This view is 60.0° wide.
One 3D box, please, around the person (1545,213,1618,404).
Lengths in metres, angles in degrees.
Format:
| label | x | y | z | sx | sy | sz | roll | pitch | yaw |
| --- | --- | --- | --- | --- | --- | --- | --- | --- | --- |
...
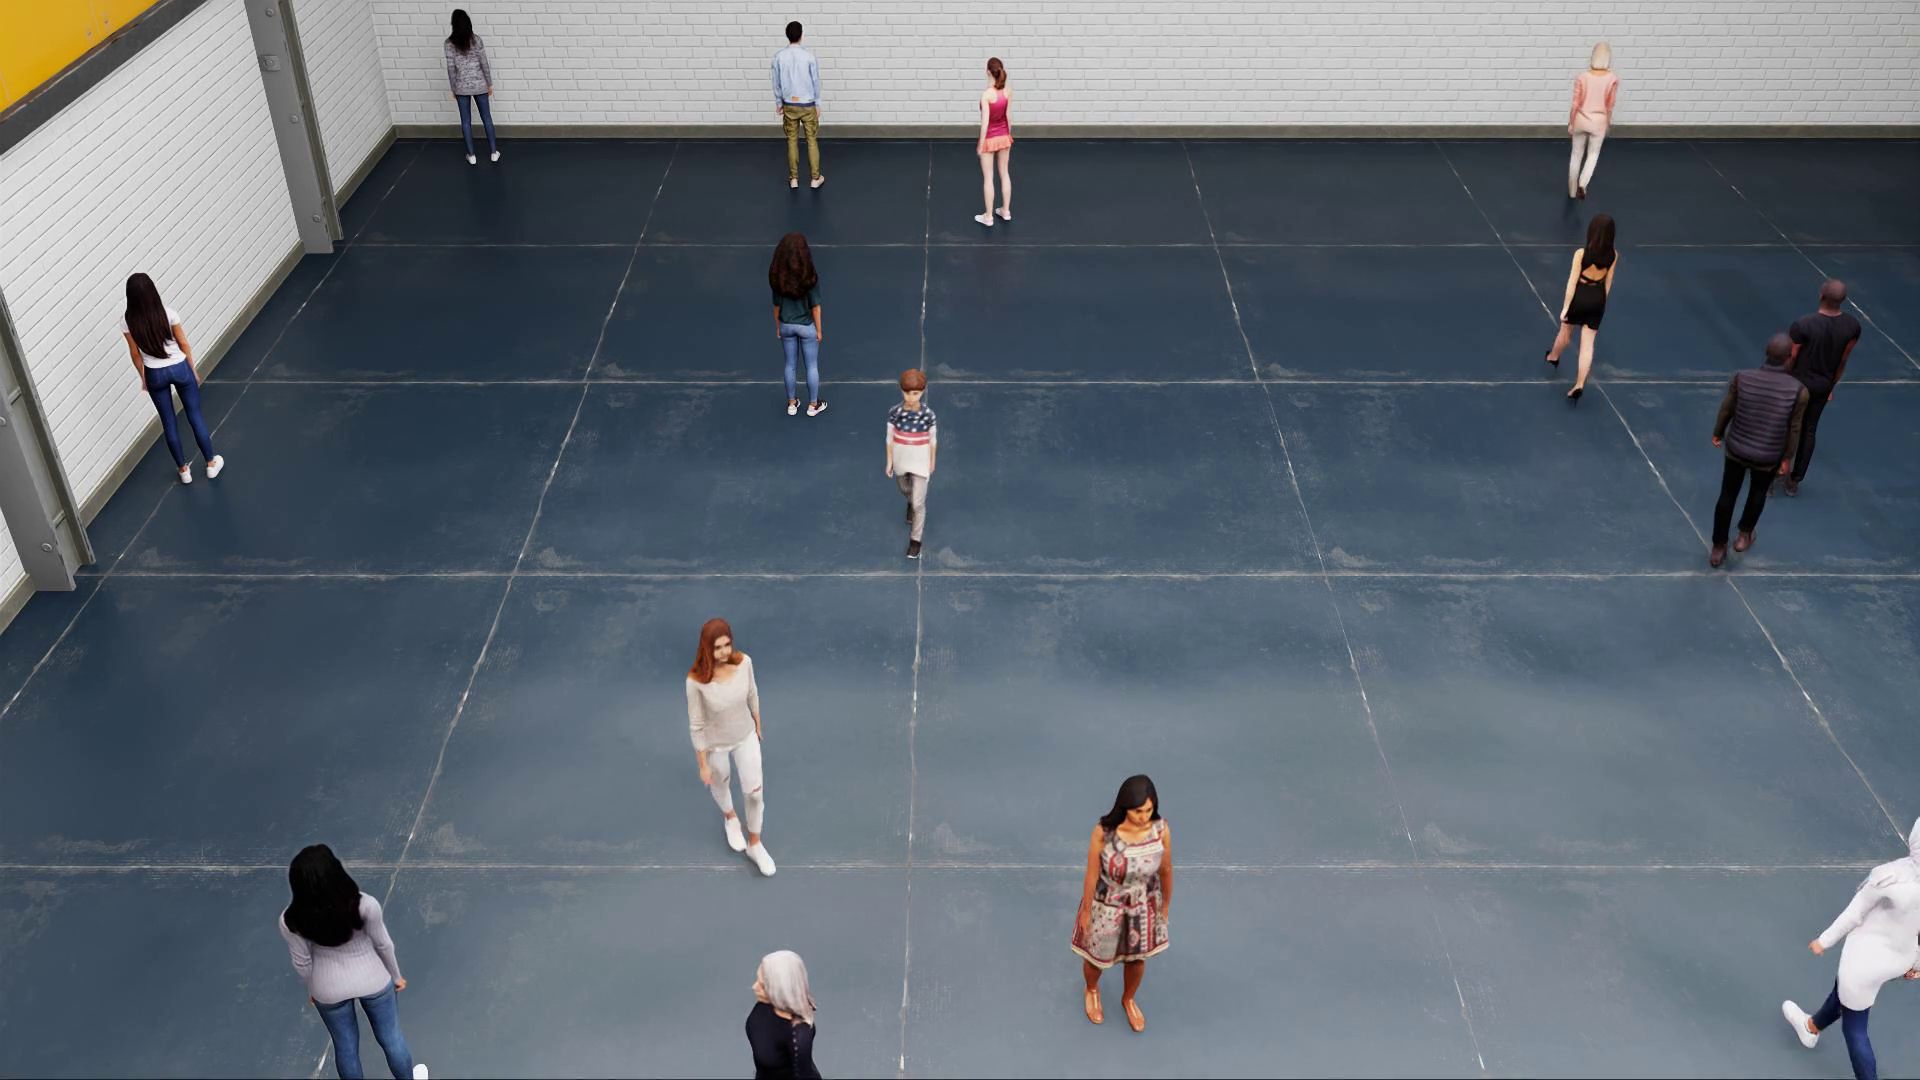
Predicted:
| label | x | y | z | sx | sy | sz | roll | pitch | yaw |
| --- | --- | --- | --- | --- | --- | --- | --- | --- | --- |
| person | 5.329 | -1.923 | 14.101 | 0.599 | 1.602 | 1.036 | -1 | 34 | -1 |

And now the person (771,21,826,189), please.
| label | x | y | z | sx | sy | sz | roll | pitch | yaw |
| --- | --- | --- | --- | --- | --- | --- | --- | --- | --- |
| person | -1.757 | -4.743 | 18.154 | 0.693 | 1.811 | 0.588 | 3 | 34 | 5 |

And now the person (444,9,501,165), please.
| label | x | y | z | sx | sy | sz | roll | pitch | yaw |
| --- | --- | --- | --- | --- | --- | --- | --- | --- | --- |
| person | -5.540 | -5.134 | 18.815 | 0.672 | 1.732 | 0.624 | -10 | 35 | -15 |

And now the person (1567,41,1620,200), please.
| label | x | y | z | sx | sy | sz | roll | pitch | yaw |
| --- | --- | --- | --- | --- | --- | --- | --- | --- | --- |
| person | 6.733 | -4.435 | 17.776 | 0.746 | 1.717 | 0.879 | 10 | 35 | 15 |

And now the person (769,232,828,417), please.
| label | x | y | z | sx | sy | sz | roll | pitch | yaw |
| --- | --- | --- | --- | --- | --- | --- | --- | --- | --- |
| person | -1.355 | -1.802 | 13.907 | 0.656 | 1.615 | 0.662 | 8 | 34 | 11 |

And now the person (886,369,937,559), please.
| label | x | y | z | sx | sy | sz | roll | pitch | yaw |
| --- | --- | --- | --- | --- | --- | --- | --- | --- | --- |
| person | -0.358 | -0.640 | 12.343 | 0.649 | 1.413 | 1.002 | 7 | 34 | 11 |

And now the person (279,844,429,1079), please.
| label | x | y | z | sx | sy | sz | roll | pitch | yaw |
| --- | --- | --- | --- | --- | --- | --- | --- | --- | --- |
| person | -2.891 | 2.117 | 7.903 | 0.657 | 1.736 | 0.613 | -8 | 34 | -12 |

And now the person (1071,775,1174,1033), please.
| label | x | y | z | sx | sy | sz | roll | pitch | yaw |
| --- | --- | --- | --- | --- | --- | --- | --- | --- | --- |
| person | 0.811 | 1.817 | 8.441 | 0.692 | 1.640 | 0.627 | -5 | 34 | -7 |

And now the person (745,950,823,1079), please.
| label | x | y | z | sx | sy | sz | roll | pitch | yaw |
| --- | --- | --- | --- | --- | --- | --- | --- | --- | --- |
| person | -0.766 | 2.451 | 7.390 | 0.745 | 1.747 | 0.638 | -14 | 36 | -20 |

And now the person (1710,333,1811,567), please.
| label | x | y | z | sx | sy | sz | roll | pitch | yaw |
| --- | --- | --- | --- | --- | --- | --- | --- | --- | --- |
| person | 5.655 | -0.604 | 11.918 | 0.938 | 1.822 | 0.998 | 21 | 39 | 29 |

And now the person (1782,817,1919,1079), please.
| label | x | y | z | sx | sy | sz | roll | pitch | yaw |
| --- | --- | --- | --- | --- | --- | --- | --- | --- | --- |
| person | 4.420 | 2.074 | 7.958 | 0.787 | 1.746 | 1.171 | -7 | 34 | -11 |

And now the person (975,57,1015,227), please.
| label | x | y | z | sx | sy | sz | roll | pitch | yaw |
| --- | --- | --- | --- | --- | --- | --- | --- | --- | --- |
| person | 0.362 | -4.163 | 17.333 | 0.671 | 1.754 | 0.714 | -22 | 39 | -29 |

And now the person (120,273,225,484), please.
| label | x | y | z | sx | sy | sz | roll | pitch | yaw |
| --- | --- | --- | --- | --- | --- | --- | --- | --- | --- |
| person | -6.155 | -1.260 | 12.948 | 0.649 | 1.775 | 0.624 | -11 | 35 | -15 |

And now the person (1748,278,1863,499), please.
| label | x | y | z | sx | sy | sz | roll | pitch | yaw |
| --- | --- | --- | --- | --- | --- | --- | --- | --- | --- |
| person | 6.486 | -1.157 | 12.752 | 0.658 | 1.820 | 0.547 | 1 | 34 | 1 |

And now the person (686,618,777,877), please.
| label | x | y | z | sx | sy | sz | roll | pitch | yaw |
| --- | --- | --- | --- | --- | --- | --- | --- | --- | --- |
| person | -1.368 | 1.089 | 9.491 | 0.802 | 1.688 | 0.906 | -16 | 37 | -22 |
